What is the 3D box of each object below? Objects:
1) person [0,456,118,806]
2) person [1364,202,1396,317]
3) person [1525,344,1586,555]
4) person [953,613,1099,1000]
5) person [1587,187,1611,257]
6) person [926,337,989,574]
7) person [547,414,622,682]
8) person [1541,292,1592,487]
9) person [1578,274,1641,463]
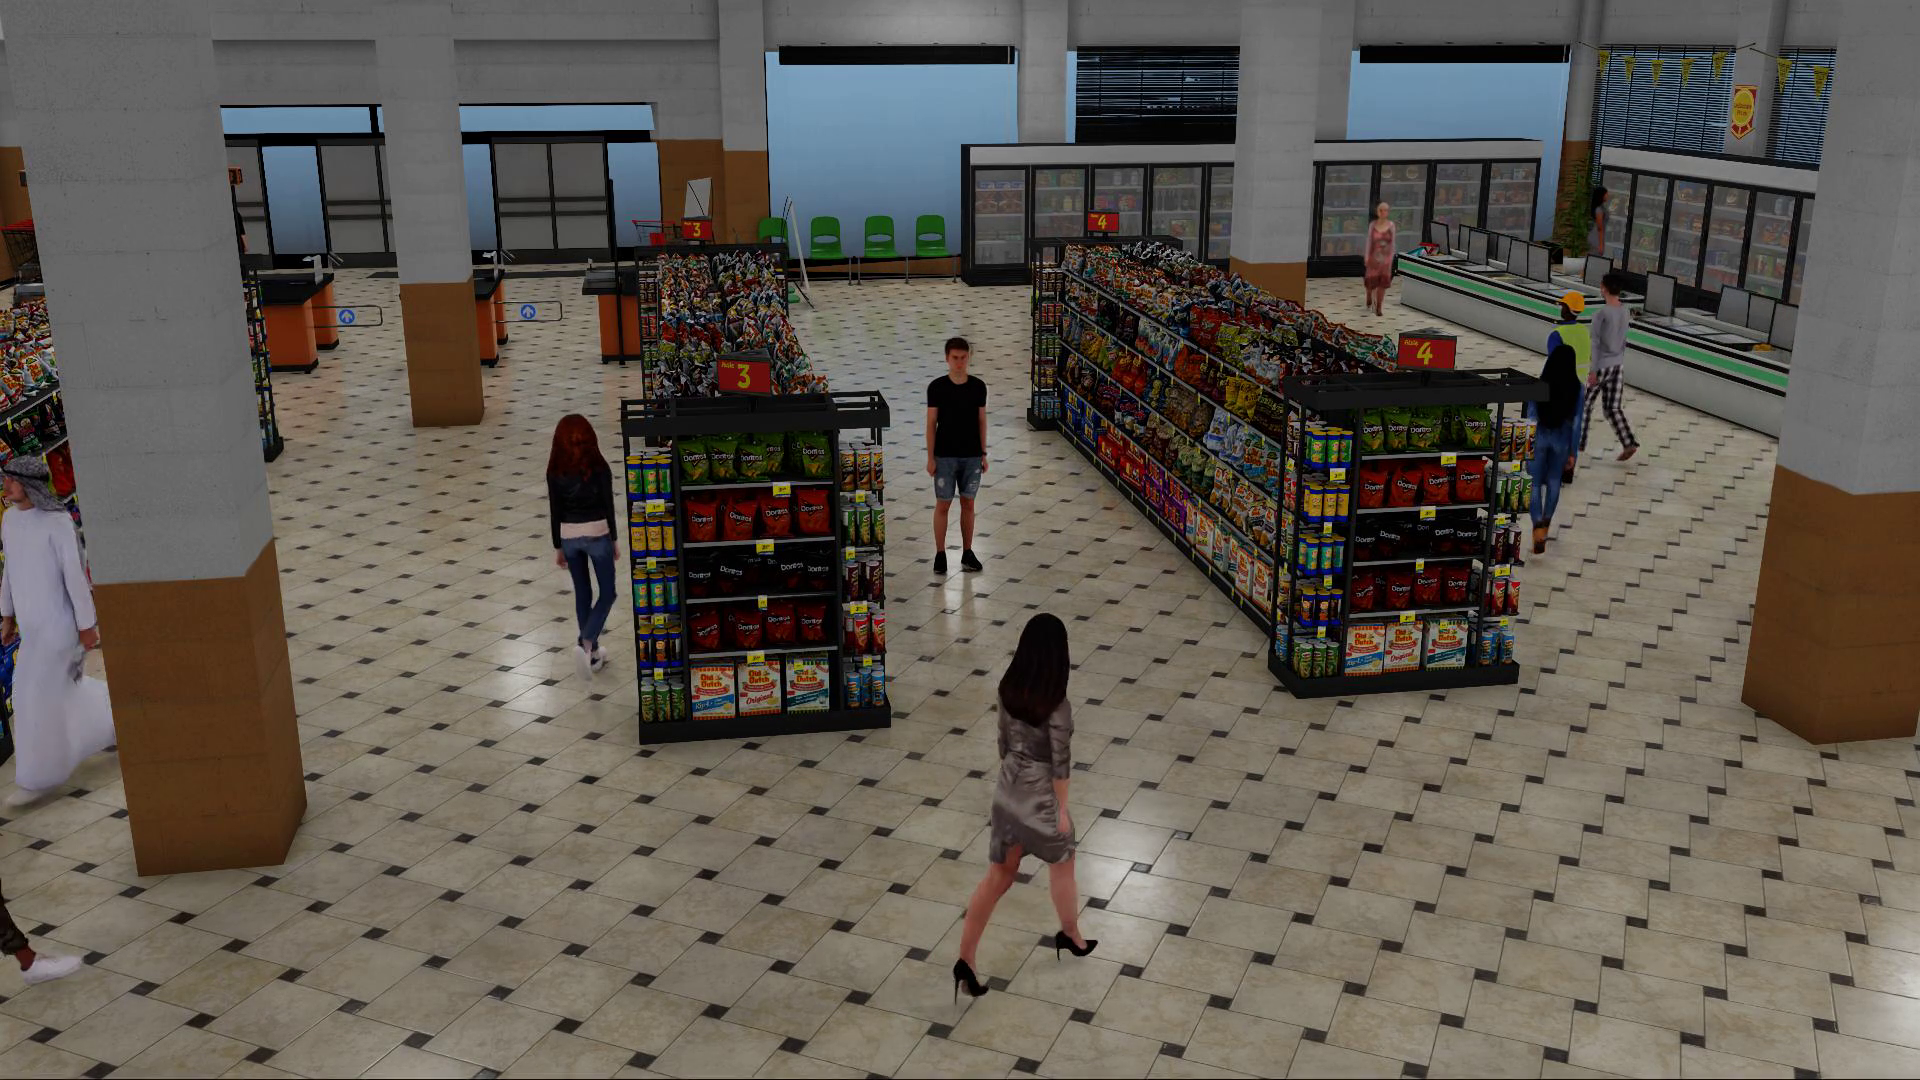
[{"bbox_3d":[-4.988,0.446,9.274,1.166,1.891,1.269,10,20,30],"label":"person"},{"bbox_3d":[6.319,-4.239,25.079,0.743,1.674,0.989,1,17,5],"label":"person"},{"bbox_3d":[4.753,-0.708,13.436,0.927,1.681,1.225,4,17,13],"label":"person"},{"bbox_3d":[0.233,1.194,7.136,1.027,1.702,1.082,-15,22,-40],"label":"person"},{"bbox_3d":[10.085,-4.710,26.446,0.726,1.781,0.580,3,17,9],"label":"person"},{"bbox_3d":[-0.026,-0.673,13.039,0.669,1.847,0.582,-5,18,-15],"label":"person"},{"bbox_3d":[-2.410,0.077,10.688,0.724,1.776,1.077,0,17,1],"label":"person"},{"bbox_3d":[5.636,-1.412,15.530,0.736,1.812,0.699,-9,19,-28],"label":"person"},{"bbox_3d":[6.409,-1.654,16.336,0.803,1.808,1.184,-6,18,-19],"label":"person"}]
